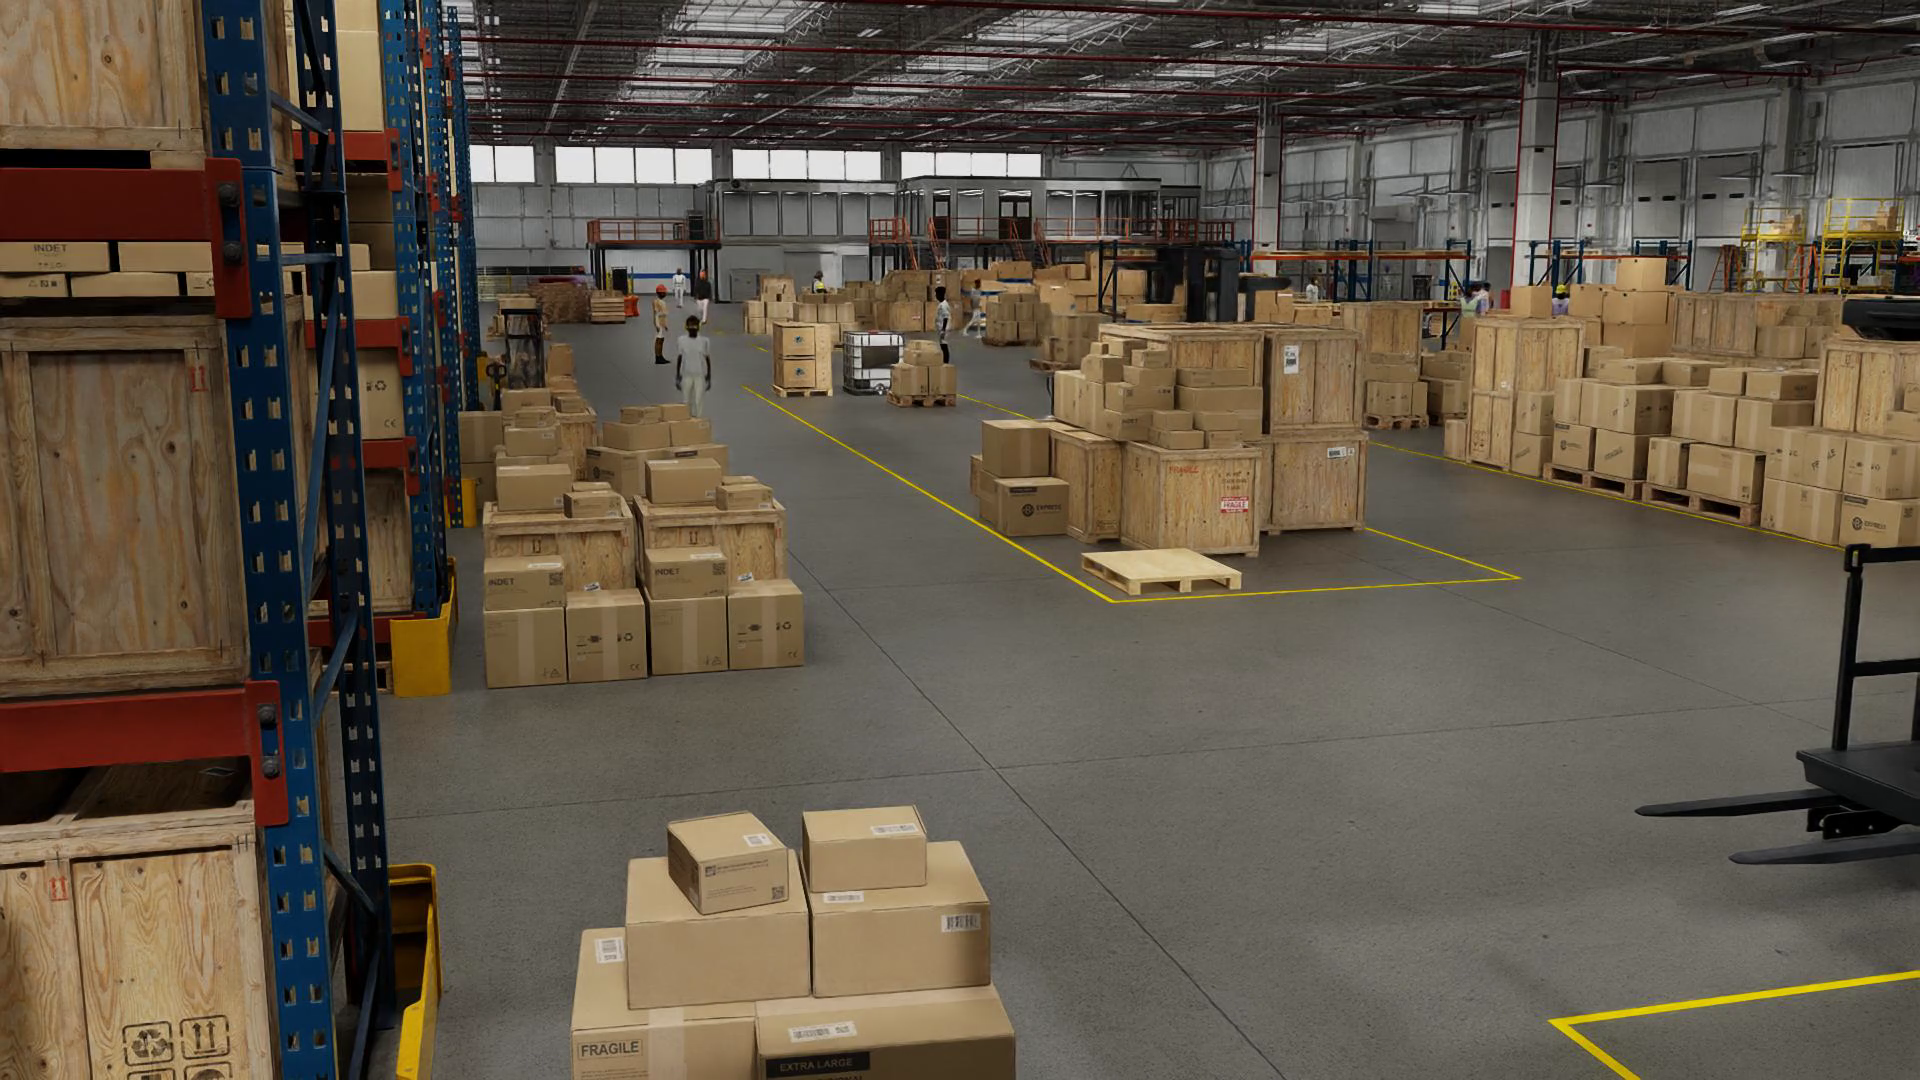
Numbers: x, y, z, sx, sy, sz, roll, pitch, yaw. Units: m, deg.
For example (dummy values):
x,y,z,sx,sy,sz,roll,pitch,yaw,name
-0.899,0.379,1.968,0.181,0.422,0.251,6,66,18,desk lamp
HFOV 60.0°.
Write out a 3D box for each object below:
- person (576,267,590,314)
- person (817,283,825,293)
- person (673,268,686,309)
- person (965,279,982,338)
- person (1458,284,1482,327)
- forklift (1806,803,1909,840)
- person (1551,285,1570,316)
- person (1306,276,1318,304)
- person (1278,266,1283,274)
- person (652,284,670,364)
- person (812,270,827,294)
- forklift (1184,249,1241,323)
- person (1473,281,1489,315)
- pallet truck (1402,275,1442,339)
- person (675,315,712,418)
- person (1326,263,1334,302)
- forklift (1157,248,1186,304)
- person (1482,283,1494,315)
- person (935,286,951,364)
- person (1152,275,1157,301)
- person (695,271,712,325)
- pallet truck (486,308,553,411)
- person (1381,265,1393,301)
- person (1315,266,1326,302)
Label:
x,y,z,sx,sy,sz,roll,pitch,yaw,name
-16.090,-10.606,70.775,0.618,1.996,1.050,2,10,11,person
-4.224,-6.931,50.580,0.526,1.765,0.329,-1,10,-5,person
-12.956,-11.607,76.756,0.605,1.865,0.645,-1,10,-4,person
0.460,-7.272,52.259,0.630,1.857,0.533,9,14,43,person
13.398,-5.773,43.661,0.595,1.898,0.753,8,13,39,person
5.153,0.111,7.547,1.873,2.768,1.129,-3,10,-15,forklift
14.880,-5.362,41.267,0.590,1.914,0.395,4,11,23,person
11.323,-7.531,53.519,0.371,1.931,0.631,8,12,37,person
16.815,-13.589,88.083,0.621,1.837,0.429,-1,10,-6,person
-7.313,-5.279,40.730,0.363,1.939,0.542,2,10,11,person
-4.916,-8.447,58.380,0.537,2.000,0.679,-4,11,-21,person
3.580,-2.773,23.878,1.873,2.768,1.129,-5,11,-27,forklift
15.784,-6.991,50.748,0.645,1.827,0.619,2,10,11,person
14.620,-7.324,52.145,0.823,1.965,1.885,8,13,40,pallet truck
-3.964,-2.407,24.706,0.565,1.852,0.524,0,10,-3,person
19.231,-13.329,86.155,0.611,1.995,0.380,-7,12,-33,person
4.763,-5.199,37.612,1.873,2.768,1.129,-3,10,-15,forklift
17.488,-7.730,55.419,0.550,1.640,0.900,5,11,27,person
-0.395,-4.824,38.084,0.369,1.963,0.609,-1,10,-3,person
6.622,-7.992,56.204,0.652,1.888,0.994,3,11,19,person
-9.413,-8.880,61.000,0.639,1.978,0.531,2,10,13,person
-6.242,-2.418,24.362,0.823,1.965,1.885,1,10,3,pallet truck
20.751,-12.368,80.844,0.605,1.948,0.403,7,12,35,person
17.469,-12.339,80.857,0.635,1.933,0.434,6,12,30,person
